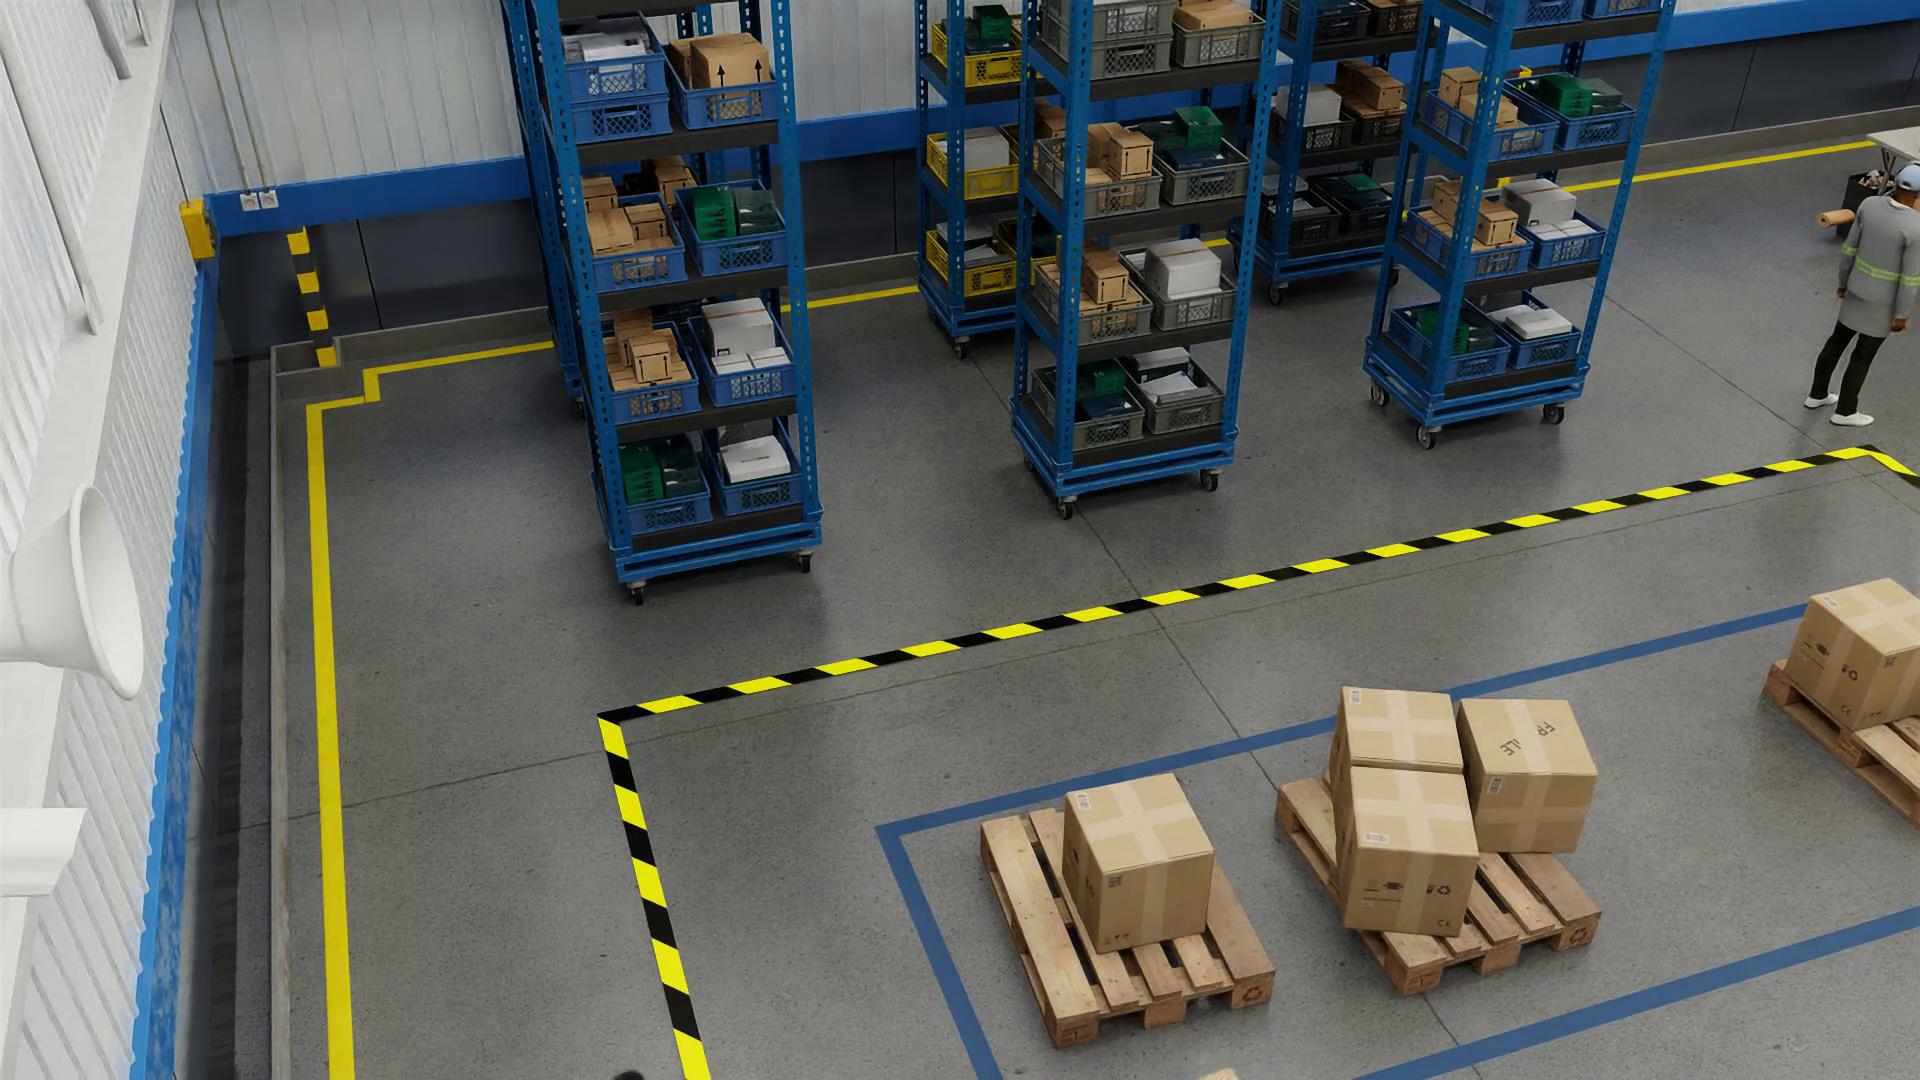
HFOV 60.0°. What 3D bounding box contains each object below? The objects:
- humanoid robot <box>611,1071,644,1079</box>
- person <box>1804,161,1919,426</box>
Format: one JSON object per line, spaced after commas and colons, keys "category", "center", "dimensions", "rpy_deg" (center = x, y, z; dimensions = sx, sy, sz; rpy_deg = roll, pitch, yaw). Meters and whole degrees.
{"category": "humanoid robot", "center": [-1.002, 2.335, 5.561], "dimensions": [0.595, 1.622, 0.791], "rpy_deg": [-17, 39, -23]}
{"category": "person", "center": [6.054, -1.627, 10.987], "dimensions": [0.369, 1.852, 0.596], "rpy_deg": [-11, 37, -15]}
